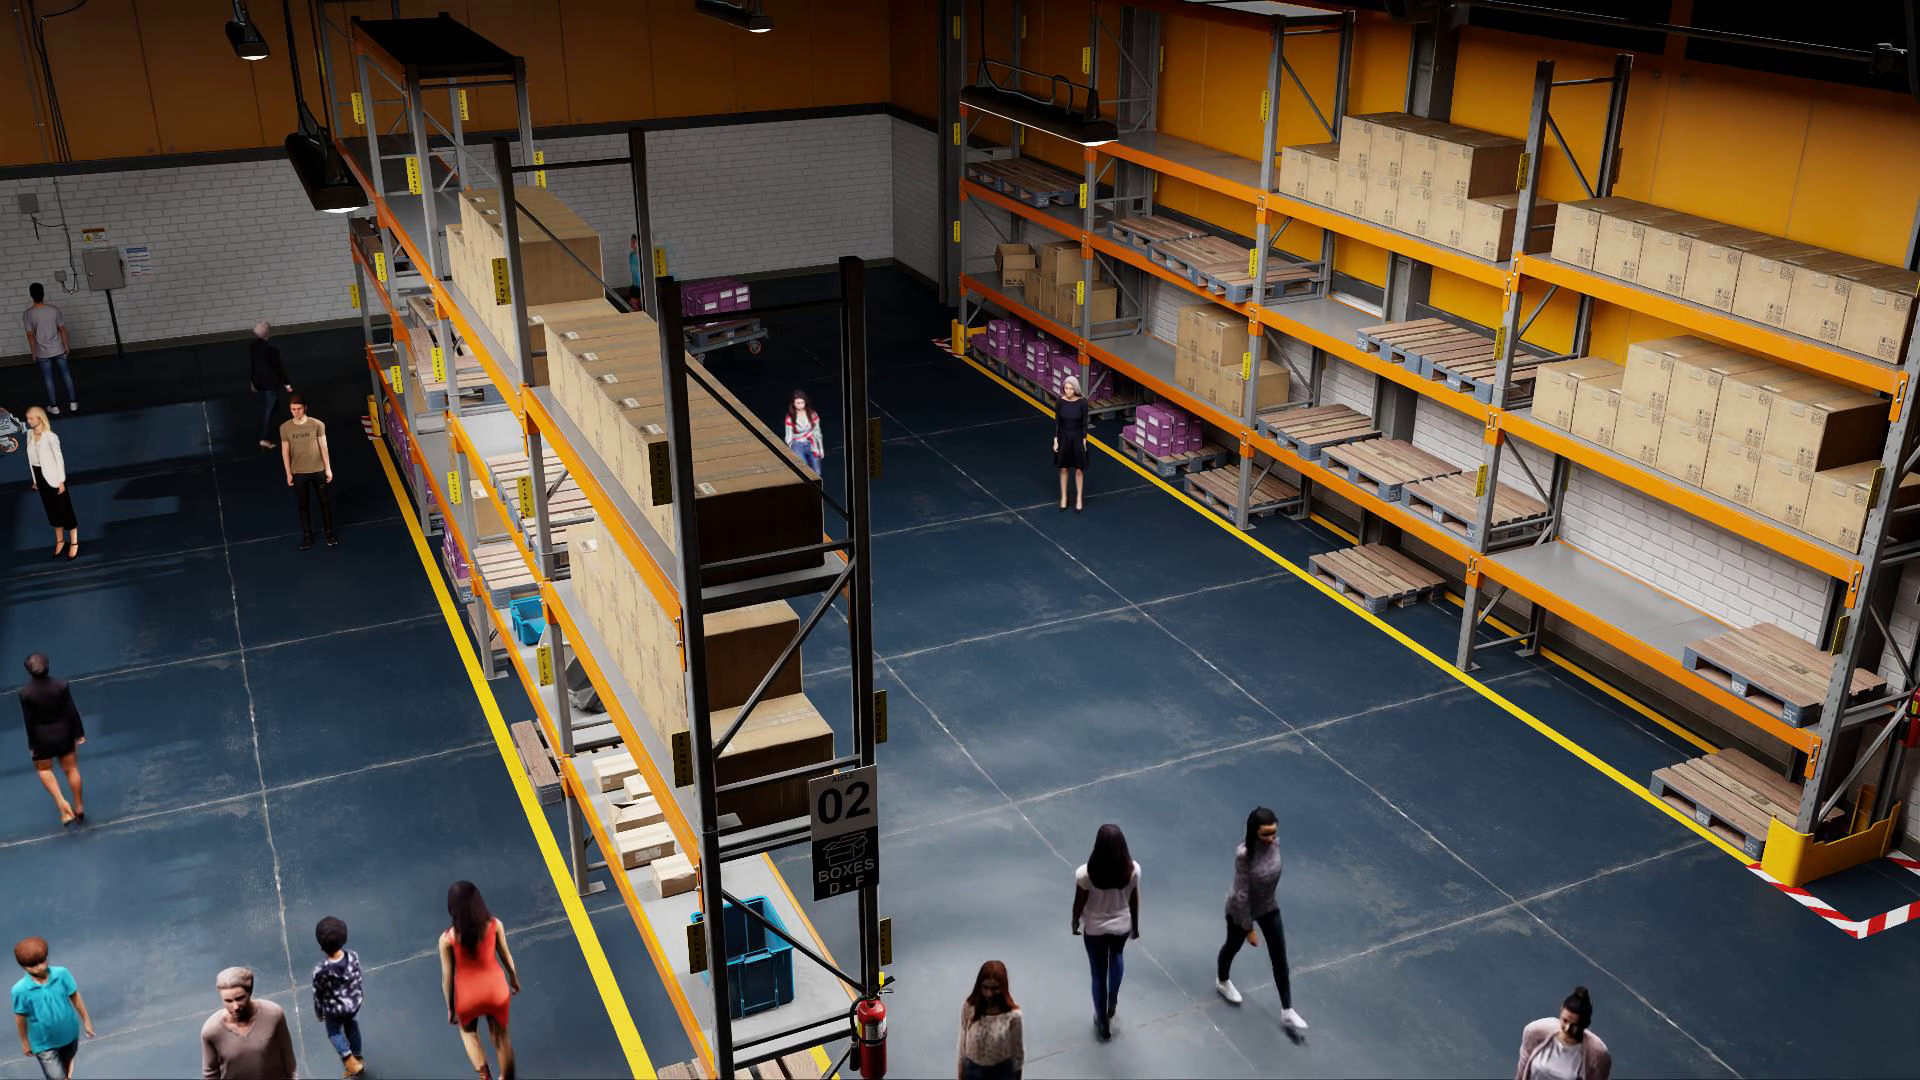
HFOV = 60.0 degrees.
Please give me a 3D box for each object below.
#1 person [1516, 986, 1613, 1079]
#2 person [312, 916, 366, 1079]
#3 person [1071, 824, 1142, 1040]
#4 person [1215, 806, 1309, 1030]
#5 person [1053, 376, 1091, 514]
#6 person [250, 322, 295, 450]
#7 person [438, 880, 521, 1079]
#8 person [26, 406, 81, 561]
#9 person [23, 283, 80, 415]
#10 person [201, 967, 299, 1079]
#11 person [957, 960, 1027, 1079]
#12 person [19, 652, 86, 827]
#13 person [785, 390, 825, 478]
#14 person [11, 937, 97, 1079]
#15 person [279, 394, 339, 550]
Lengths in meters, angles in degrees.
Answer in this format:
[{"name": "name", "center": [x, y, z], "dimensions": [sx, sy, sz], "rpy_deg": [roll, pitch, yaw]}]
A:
[{"name": "person", "center": [3.610, 3.366, 10.035], "dimensions": [0.887, 1.735, 0.947], "rpy_deg": [16, 28, 33]}, {"name": "person", "center": [-4.154, 3.122, 11.211], "dimensions": [0.653, 1.241, 0.598], "rpy_deg": [20, 30, 38]}, {"name": "person", "center": [1.036, 2.757, 11.503], "dimensions": [0.712, 1.675, 0.747], "rpy_deg": [-3, 24, -8]}, {"name": "person", "center": [2.015, 2.595, 11.847], "dimensions": [0.646, 1.696, 1.035], "rpy_deg": [-13, 27, -27]}, {"name": "person", "center": [1.367, -1.178, 20.423], "dimensions": [0.723, 1.740, 0.759], "rpy_deg": [4, 24, 10]}, {"name": "person", "center": [-9.345, -2.067, 22.413], "dimensions": [1.188, 1.755, 1.059], "rpy_deg": [14, 27, 29]}, {"name": "person", "center": [-3.112, 3.025, 10.849], "dimensions": [0.669, 1.708, 0.617], "rpy_deg": [-11, 26, -23]}, {"name": "person", "center": [-10.430, -0.656, 19.081], "dimensions": [0.671, 1.858, 0.734], "rpy_deg": [9, 25, 19]}, {"name": "person", "center": [-13.053, -2.753, 23.840], "dimensions": [0.727, 1.889, 0.660], "rpy_deg": [-19, 30, -36]}, {"name": "person", "center": [-4.203, 3.330, 9.941], "dimensions": [0.664, 1.876, 0.596], "rpy_deg": [-12, 26, -25]}, {"name": "person", "center": [0.188, 3.263, 10.299], "dimensions": [0.859, 1.712, 0.951], "rpy_deg": [5, 24, 12]}, {"name": "person", "center": [-7.570, 1.719, 13.932], "dimensions": [0.672, 1.630, 0.756], "rpy_deg": [-19, 30, -36]}, {"name": "person", "center": [-1.910, -1.118, 20.470], "dimensions": [0.745, 1.592, 0.867], "rpy_deg": [-5, 24, -12]}, {"name": "person", "center": [-5.935, 3.183, 10.854], "dimensions": [1.010, 1.413, 0.788], "rpy_deg": [19, 30, 37]}, {"name": "person", "center": [-7.621, -0.819, 19.462], "dimensions": [0.679, 1.852, 0.578], "rpy_deg": [-8, 25, -18]}]
